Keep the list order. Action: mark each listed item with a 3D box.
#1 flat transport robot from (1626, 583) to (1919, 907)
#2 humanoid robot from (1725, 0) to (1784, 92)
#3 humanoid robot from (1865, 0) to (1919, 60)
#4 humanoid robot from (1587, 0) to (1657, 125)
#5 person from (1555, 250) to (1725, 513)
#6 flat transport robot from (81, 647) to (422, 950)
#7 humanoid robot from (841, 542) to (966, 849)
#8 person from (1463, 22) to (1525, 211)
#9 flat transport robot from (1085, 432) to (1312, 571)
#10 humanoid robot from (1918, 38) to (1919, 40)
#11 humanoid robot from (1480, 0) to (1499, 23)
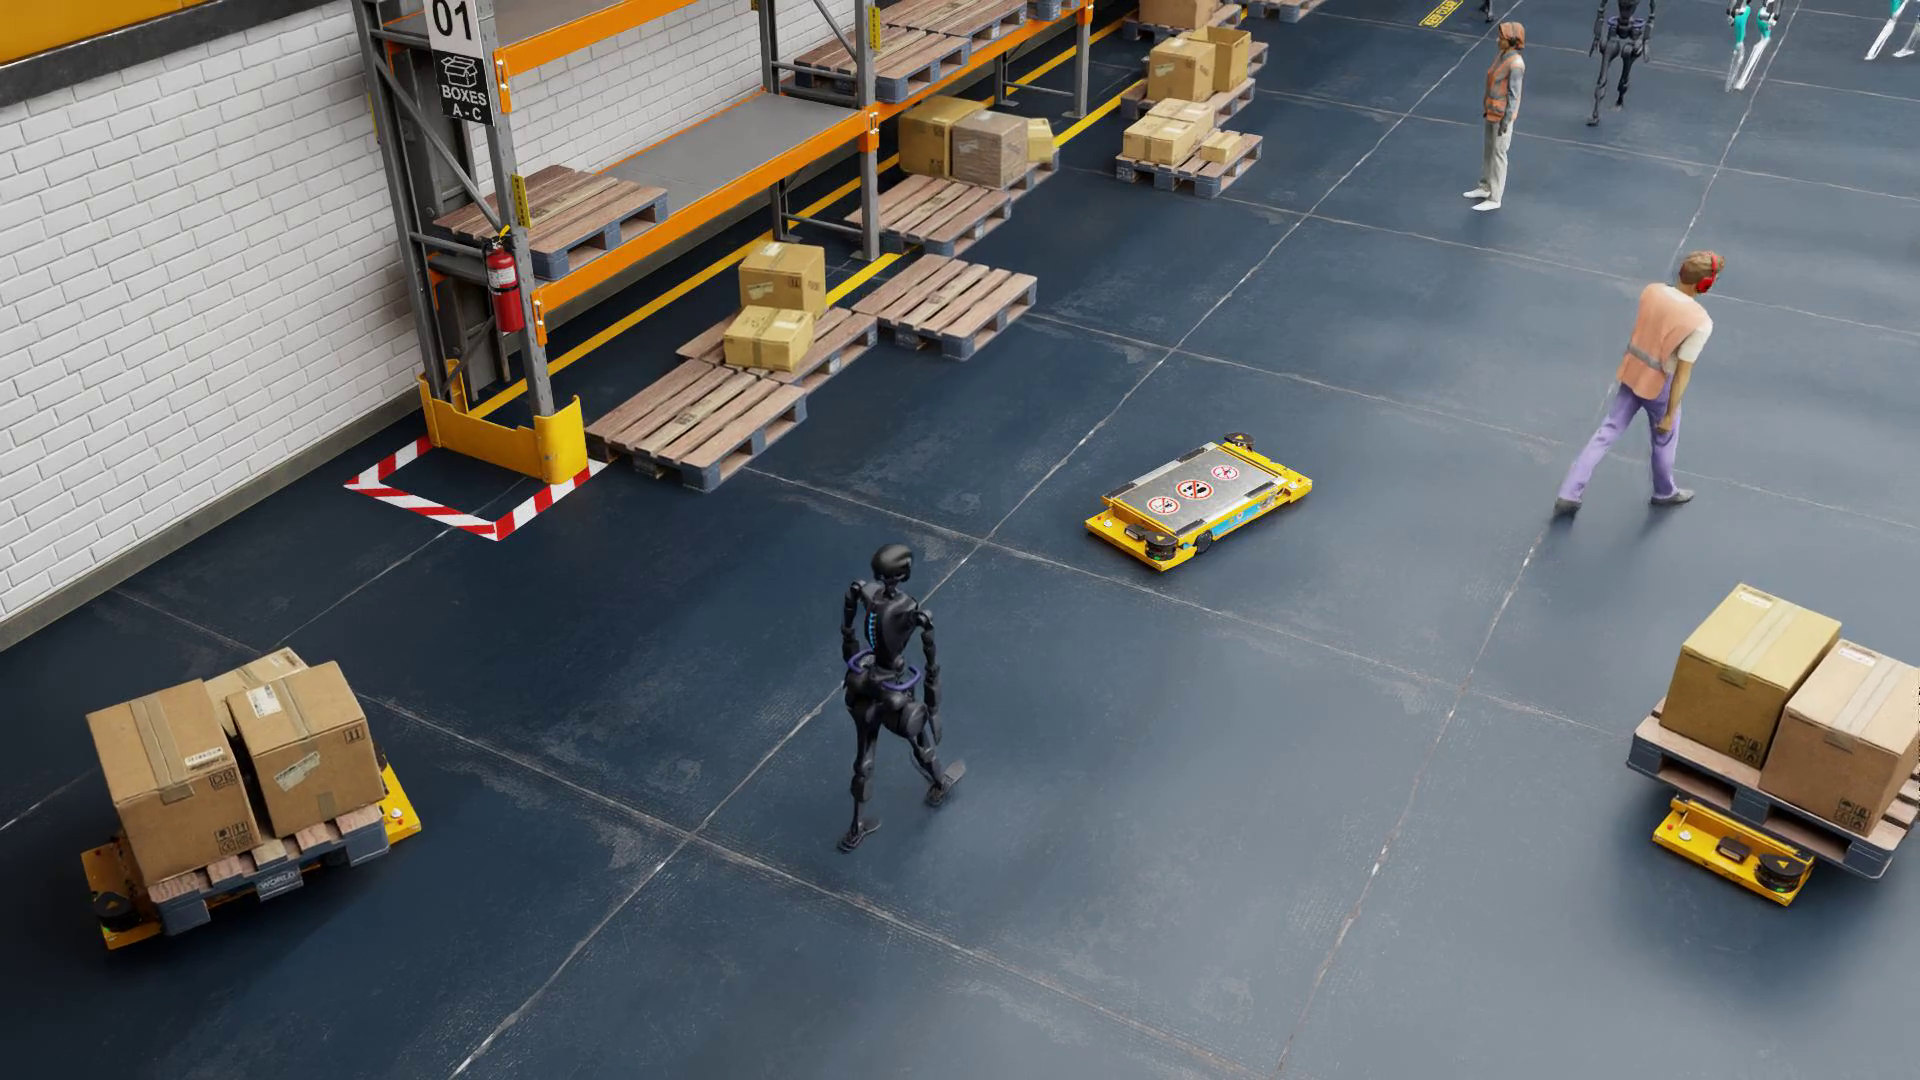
[{"bbox_3d":[4.077,1.235,8.280,0.659,0.231,1.431,27,42,35],"label":"flat transport robot"},{"bbox_3d":[8.180,-5.415,17.095,0.547,1.895,0.746,21,39,29],"label":"humanoid robot"},{"bbox_3d":[10.317,-6.059,17.995,0.969,1.754,0.542,-19,38,-26],"label":"humanoid robot"},{"bbox_3d":[6.557,-4.956,16.424,0.587,1.634,0.796,19,38,26],"label":"humanoid robot"},{"bbox_3d":[4.220,-0.939,10.192,0.987,1.790,0.606,-12,35,-18],"label":"person"},{"bbox_3d":[-3.405,1.423,7.996,1.431,0.231,0.659,-20,38,-27],"label":"flat transport robot"},{"bbox_3d":[-0.326,0.685,7.874,0.598,1.628,0.760,21,39,29],"label":"humanoid robot"},{"bbox_3d":[4.691,-3.686,14.482,0.308,1.636,0.522,0,33,0],"label":"person"},{"bbox_3d":[1.528,-0.259,10.540,1.431,0.231,0.659,-26,41,-34],"label":"flat transport robot"},{"bbox_3d":[11.053,-6.055,17.963,0.867,1.768,0.556,25,41,32],"label":"humanoid robot"},{"bbox_3d":[6.302,-6.858,19.290,0.609,1.625,0.787,-4,34,-6],"label":"humanoid robot"}]
